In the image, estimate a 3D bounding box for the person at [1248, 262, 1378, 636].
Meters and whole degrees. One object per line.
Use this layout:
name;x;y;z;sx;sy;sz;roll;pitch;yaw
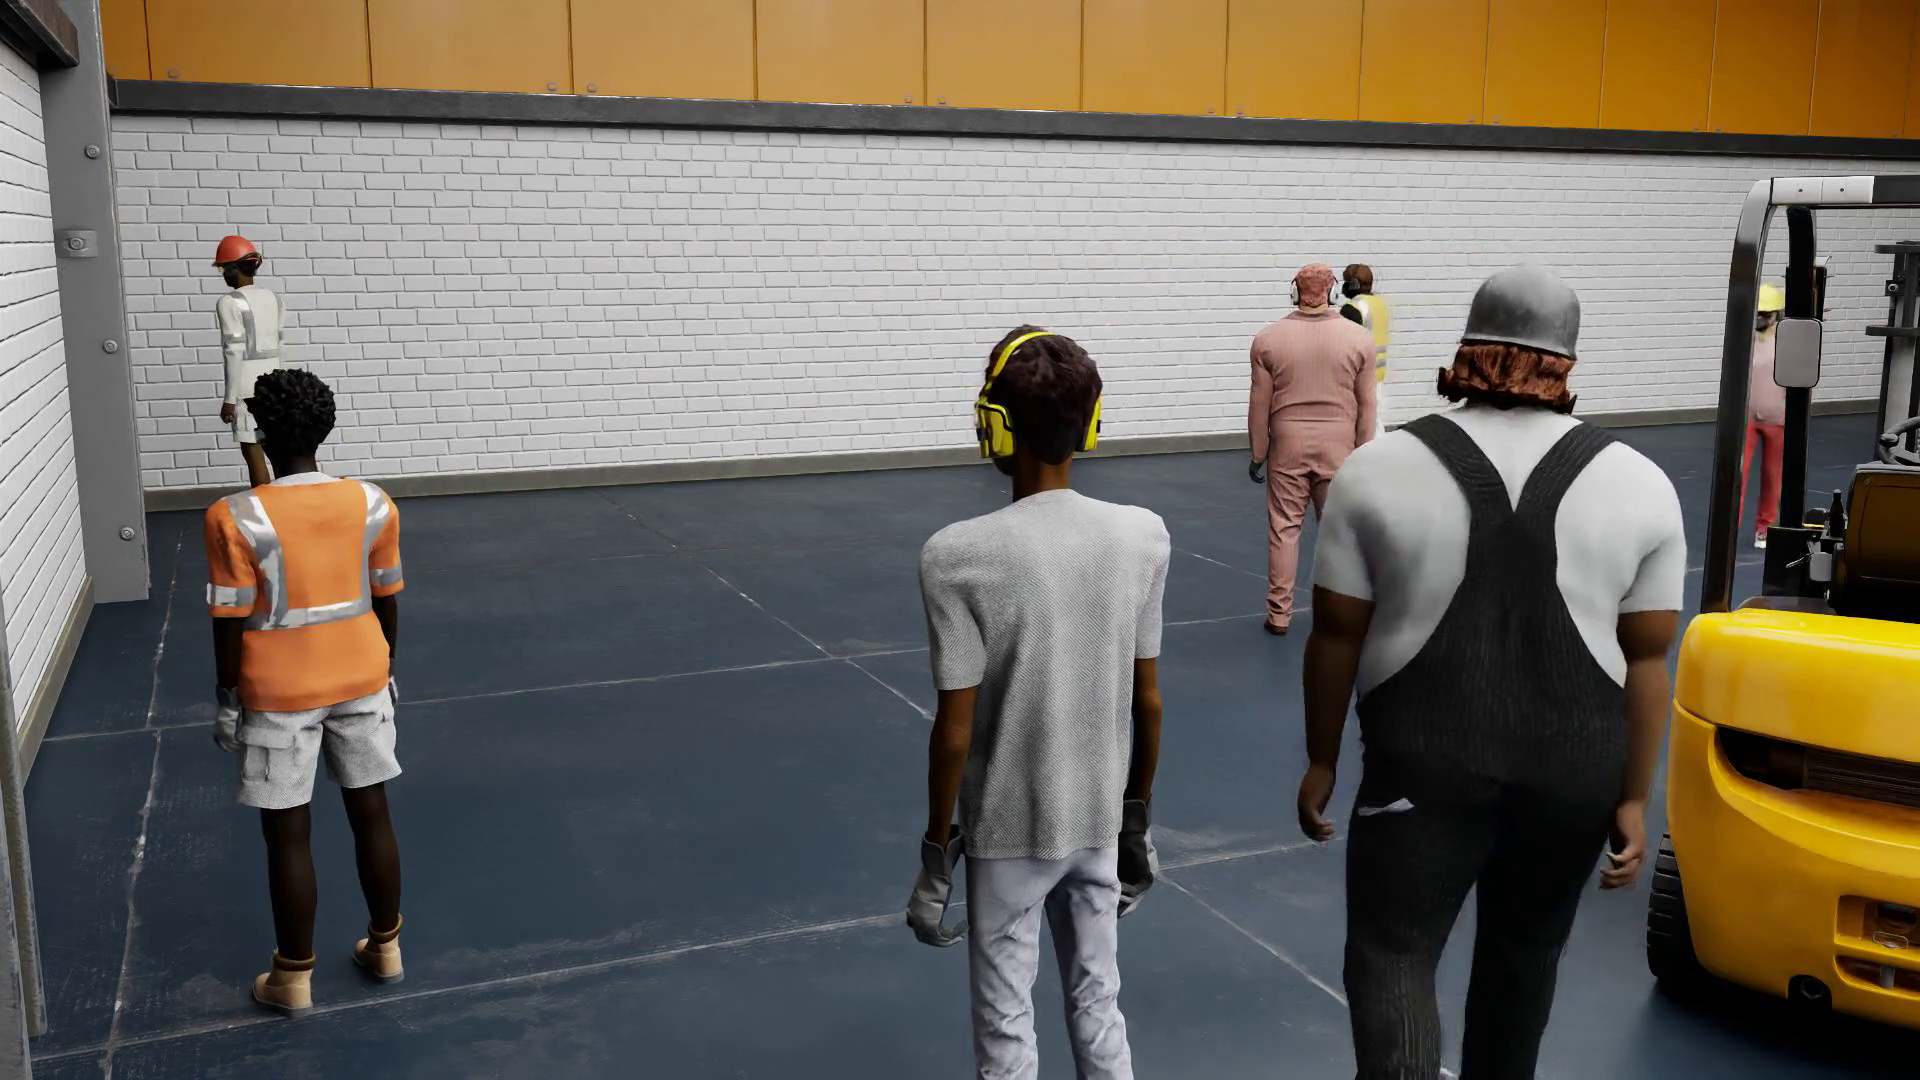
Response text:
person;1.785;-0.449;8.456;0.638;1.906;0.407;2;11;12

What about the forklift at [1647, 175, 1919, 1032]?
forklift;2.810;0.094;4.662;1.214;2.155;2.313;7;12;34

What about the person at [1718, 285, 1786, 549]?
person;5.107;-0.753;10.629;0.539;1.718;0.895;7;12;33

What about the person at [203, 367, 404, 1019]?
person;-1.706;0.397;4.384;0.318;1.691;0.534;8;13;39

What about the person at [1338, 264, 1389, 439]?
person;3.092;-1.304;13.403;0.850;1.811;0.659;9;13;40

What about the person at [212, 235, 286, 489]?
person;-4.761;-1.005;11.142;0.395;2.038;0.615;2;10;11

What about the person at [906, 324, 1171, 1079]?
person;0.141;0.547;3.050;0.513;1.875;0.328;-6;12;-28
